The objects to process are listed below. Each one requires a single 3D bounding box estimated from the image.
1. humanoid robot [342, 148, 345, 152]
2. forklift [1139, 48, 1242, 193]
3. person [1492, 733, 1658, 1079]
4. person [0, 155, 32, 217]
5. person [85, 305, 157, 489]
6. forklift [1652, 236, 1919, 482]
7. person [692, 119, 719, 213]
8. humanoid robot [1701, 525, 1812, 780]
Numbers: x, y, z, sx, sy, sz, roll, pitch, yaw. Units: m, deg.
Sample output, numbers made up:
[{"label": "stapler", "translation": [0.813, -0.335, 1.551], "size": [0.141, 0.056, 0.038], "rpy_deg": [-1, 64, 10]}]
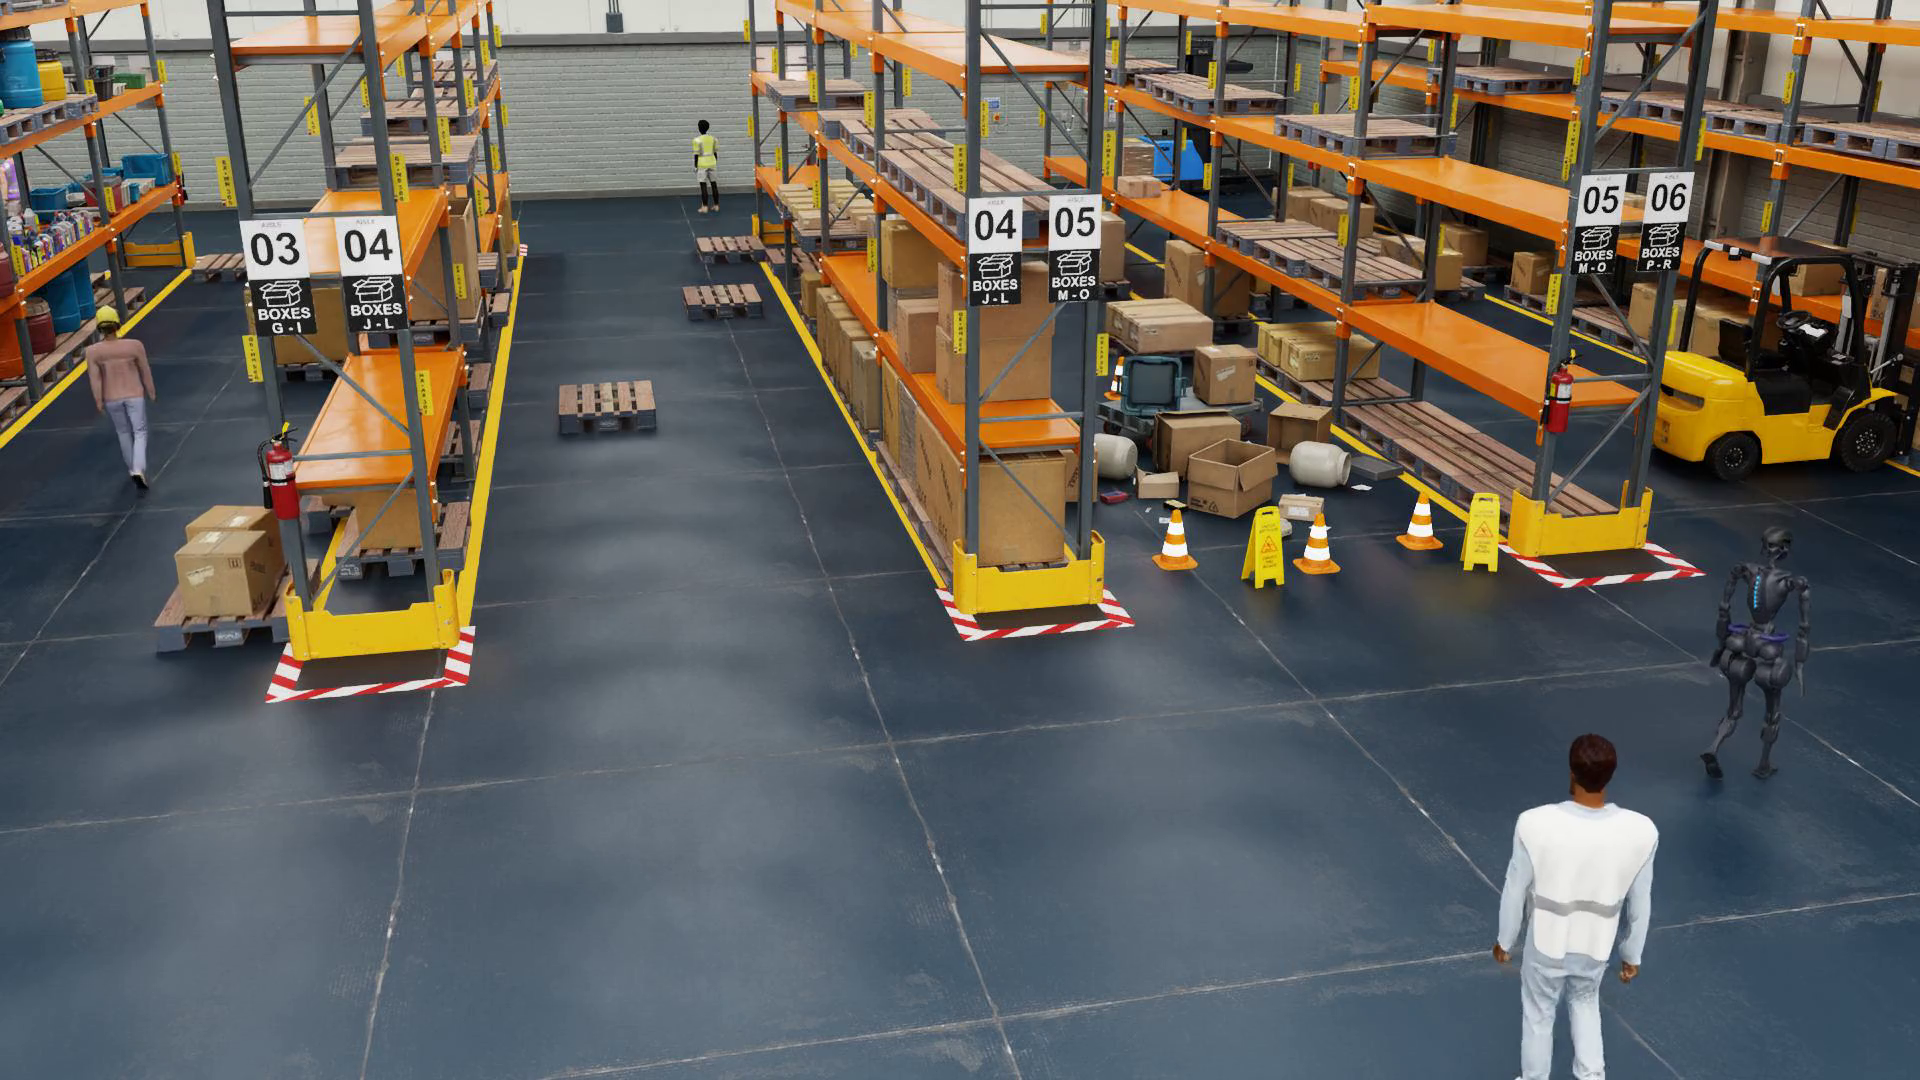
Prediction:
[{"label": "humanoid robot", "translation": [-9.995, -5.604, 27.293], "size": [0.552, 1.641, 0.589], "rpy_deg": [6, 21, 15]}, {"label": "forklift", "translation": [4.566, -8.313, 32.860], "size": [1.873, 2.768, 1.129], "rpy_deg": [-4, 21, -12]}, {"label": "person", "translation": [2.638, 1.734, 7.193], "size": [0.605, 1.905, 0.475], "rpy_deg": [1, 20, 2]}, {"label": "person", "translation": [-15.364, -5.561, 27.142], "size": [0.350, 1.688, 0.488], "rpy_deg": [11, 23, 27]}, {"label": "person", "translation": [-7.913, -1.347, 15.719], "size": [0.523, 1.733, 0.801], "rpy_deg": [-5, 21, -13]}, {"label": "forklift", "translation": [8.013, -1.814, 16.330], "size": [2.313, 2.155, 1.214], "rpy_deg": [-4, 21, -12]}, {"label": "person", "translation": [-4.695, -6.900, 30.728], "size": [0.534, 1.696, 0.322], "rpy_deg": [-17, 26, -38]}, {"label": "humanoid robot", "translation": [4.912, 0.718, 10.273], "size": [0.586, 1.628, 0.612], "rpy_deg": [-16, 26, -37]}]
